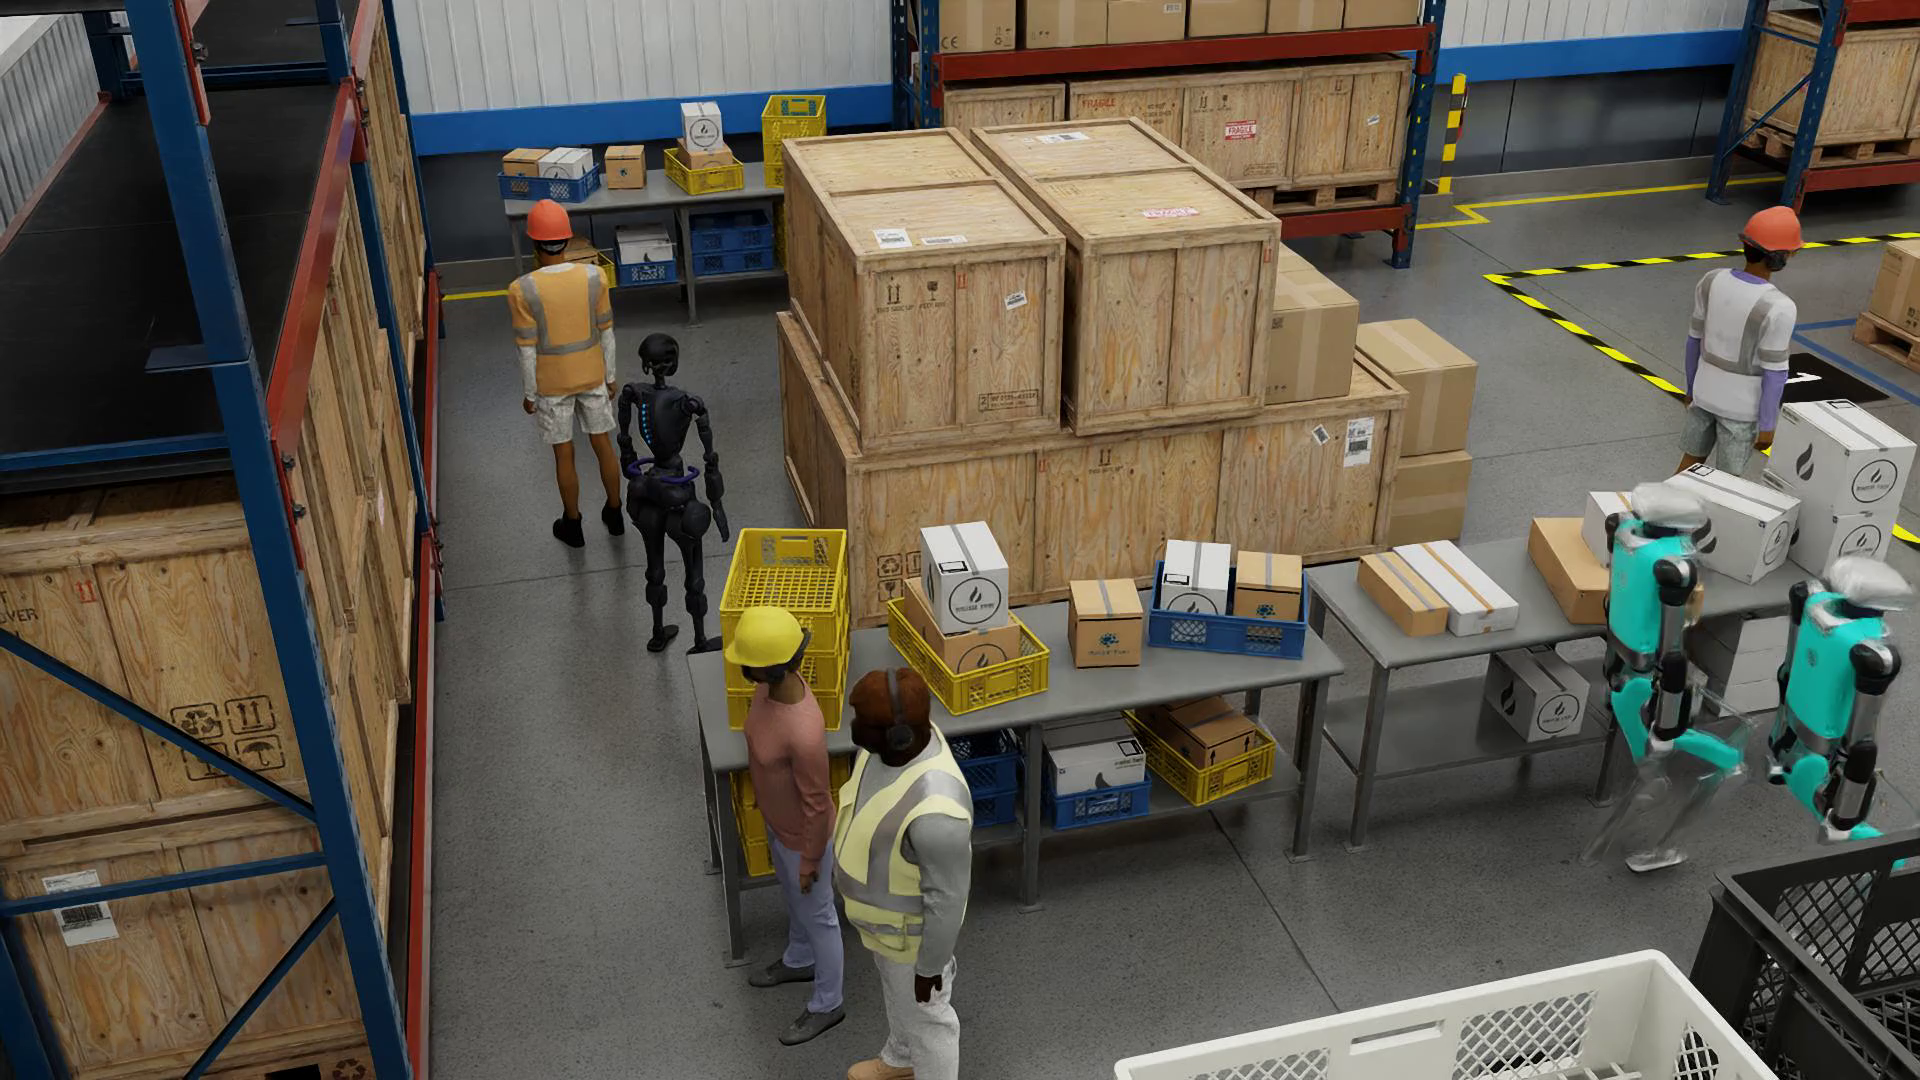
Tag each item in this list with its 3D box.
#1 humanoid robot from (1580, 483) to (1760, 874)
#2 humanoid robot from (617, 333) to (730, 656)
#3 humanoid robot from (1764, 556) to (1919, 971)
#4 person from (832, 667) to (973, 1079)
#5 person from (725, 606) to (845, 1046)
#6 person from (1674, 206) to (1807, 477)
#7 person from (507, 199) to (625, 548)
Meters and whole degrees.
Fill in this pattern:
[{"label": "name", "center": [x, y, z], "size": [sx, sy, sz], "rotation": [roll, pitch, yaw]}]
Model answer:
[{"label": "humanoid robot", "center": [2.826, 0.612, 6.513], "size": [0.809, 1.805, 0.565], "rotation": [-3, 29, -5]}, {"label": "humanoid robot", "center": [-1.402, -0.209, 8.023], "size": [0.599, 1.655, 0.315], "rotation": [14, 32, 24]}, {"label": "humanoid robot", "center": [3.254, 0.852, 6.020], "size": [0.719, 1.772, 0.533], "rotation": [-2, 29, -4]}, {"label": "person", "center": [-0.188, 1.190, 5.327], "size": [0.429, 1.839, 0.632], "rotation": [-9, 30, -16]}, {"label": "person", "center": [-0.599, 0.986, 5.778], "size": [0.326, 1.763, 0.523], "rotation": [-11, 31, -19]}, {"label": "person", "center": [3.991, -0.729, 8.603], "size": [0.373, 2.044, 0.606], "rotation": [-11, 31, -19]}, {"label": "person", "center": [-2.122, -0.881, 8.987], "size": [0.545, 1.938, 0.376], "rotation": [-16, 33, -26]}]
